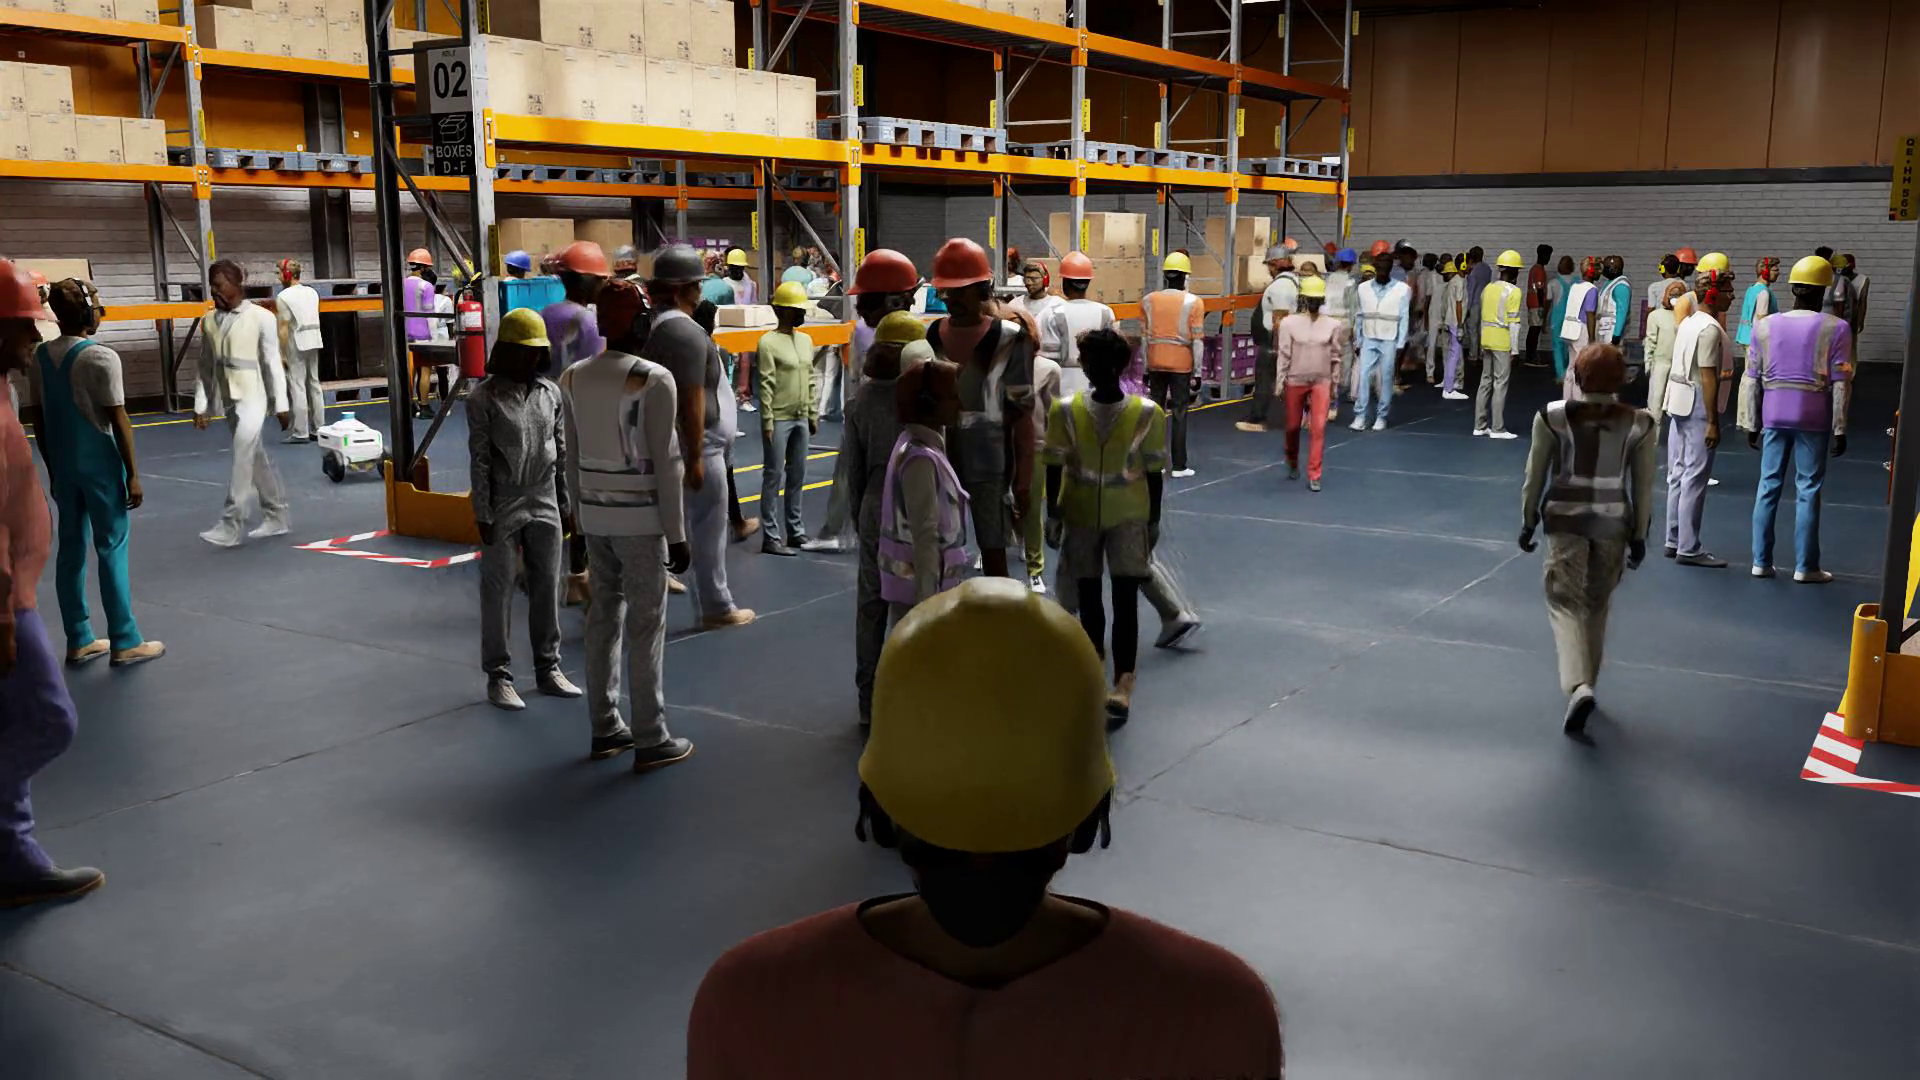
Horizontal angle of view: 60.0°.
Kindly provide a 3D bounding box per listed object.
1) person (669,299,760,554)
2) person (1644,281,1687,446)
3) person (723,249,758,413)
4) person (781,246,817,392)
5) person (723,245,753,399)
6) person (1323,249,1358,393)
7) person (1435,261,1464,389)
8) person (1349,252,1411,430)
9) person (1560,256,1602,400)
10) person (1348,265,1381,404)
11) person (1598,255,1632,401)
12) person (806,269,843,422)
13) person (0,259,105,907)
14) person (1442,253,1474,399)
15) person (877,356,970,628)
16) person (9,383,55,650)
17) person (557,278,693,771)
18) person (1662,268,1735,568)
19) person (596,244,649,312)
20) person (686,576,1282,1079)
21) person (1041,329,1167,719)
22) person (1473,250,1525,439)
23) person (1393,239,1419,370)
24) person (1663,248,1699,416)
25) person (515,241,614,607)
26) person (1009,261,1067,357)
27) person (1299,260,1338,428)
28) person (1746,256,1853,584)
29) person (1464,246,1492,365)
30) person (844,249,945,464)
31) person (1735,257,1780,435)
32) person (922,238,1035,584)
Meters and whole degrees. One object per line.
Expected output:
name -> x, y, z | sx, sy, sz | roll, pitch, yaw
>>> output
person -> -1.682, -0.746, 10.848 | 0.539, 1.633, 0.910 | 5, 11, 27
person -> 6.976, -1.718, 16.311 | 0.504, 1.623, 0.286 | 3, 11, 16
person -> -2.609, -2.446, 19.540 | 0.582, 1.919, 0.393 | -8, 13, -38
person -> -2.142, -2.948, 22.250 | 0.376, 1.940, 0.627 | -9, 13, -40
person -> -2.827, -2.777, 21.265 | 0.378, 1.958, 0.610 | 0, 10, 0
person -> 4.914, -2.852, 21.802 | 0.650, 1.908, 0.883 | 10, 14, 44
person -> 6.695, -2.924, 22.695 | 0.348, 1.735, 0.493 | -3, 11, -14
person -> 4.409, -2.073, 17.547 | 0.600, 1.882, 0.866 | 6, 12, 29
person -> 6.784, -2.165, 18.163 | 0.397, 1.847, 0.564 | 0, 10, 0
person -> 5.128, -2.552, 20.679 | 0.841, 1.703, 0.589 | -8, 13, -38
person -> 7.879, -2.518, 20.150 | 0.430, 1.840, 0.621 | 1, 10, 8
person -> -1.445, -2.206, 18.798 | 0.573, 1.692, 0.832 | 2, 10, 12
person -> -2.882, 0.169, 4.896 | 0.554, 1.977, 0.612 | -8, 13, -37
person -> 6.369, -2.731, 21.270 | 0.327, 1.863, 0.510 | 2, 10, 9
person -> -0.124, 0.199, 5.645 | 0.310, 1.638, 0.523 | -1, 10, -3
person -> -4.614, -0.209, 7.706 | 0.581, 1.713, 0.716 | 9, 14, 41
person -> -1.278, -0.055, 6.391 | 0.576, 1.880, 0.360 | 7, 12, 34
person -> 4.609, -0.762, 10.390 | 0.389, 1.847, 0.567 | 2, 10, 9
person -> -3.534, -2.146, 17.521 | 0.695, 2.000, 0.980 | 4, 11, 20
person -> 0.018, 0.887, 1.491 | 0.545, 1.762, 0.344 | 0, 10, 1
person -> 0.607, -0.078, 7.167 | 0.534, 1.643, 0.872 | 2, 10, 12
person -> 5.542, -1.991, 17.020 | 0.408, 1.918, 0.584 | -3, 11, -19
person -> 6.904, -3.678, 26.009 | 0.537, 2.000, 0.678 | -8, 13, -36
person -> 8.285, -2.396, 19.221 | 0.402, 1.928, 0.549 | 3, 11, 14
person -> -2.167, -0.623, 9.141 | 0.650, 2.016, 0.621 | 9, 14, 42
person -> 0.657, -1.411, 13.990 | 0.570, 1.843, 0.372 | 5, 11, 26
person -> 3.872, -2.129, 18.089 | 0.537, 1.815, 0.749 | 9, 14, 41
person -> 4.962, -0.707, 9.858 | 0.370, 1.928, 0.585 | -9, 14, -41
person -> 8.372, -3.791, 26.957 | 0.635, 1.931, 0.362 | -10, 14, -44
person -> -0.271, -0.220, 7.011 | 0.416, 1.986, 0.617 | -2, 10, -10
person -> 8.329, -2.024, 17.386 | 0.390, 1.846, 0.564 | 2, 10, 12
person -> 0.023, -0.298, 7.320 | 0.611, 2.032, 0.411 | 4, 11, 20
